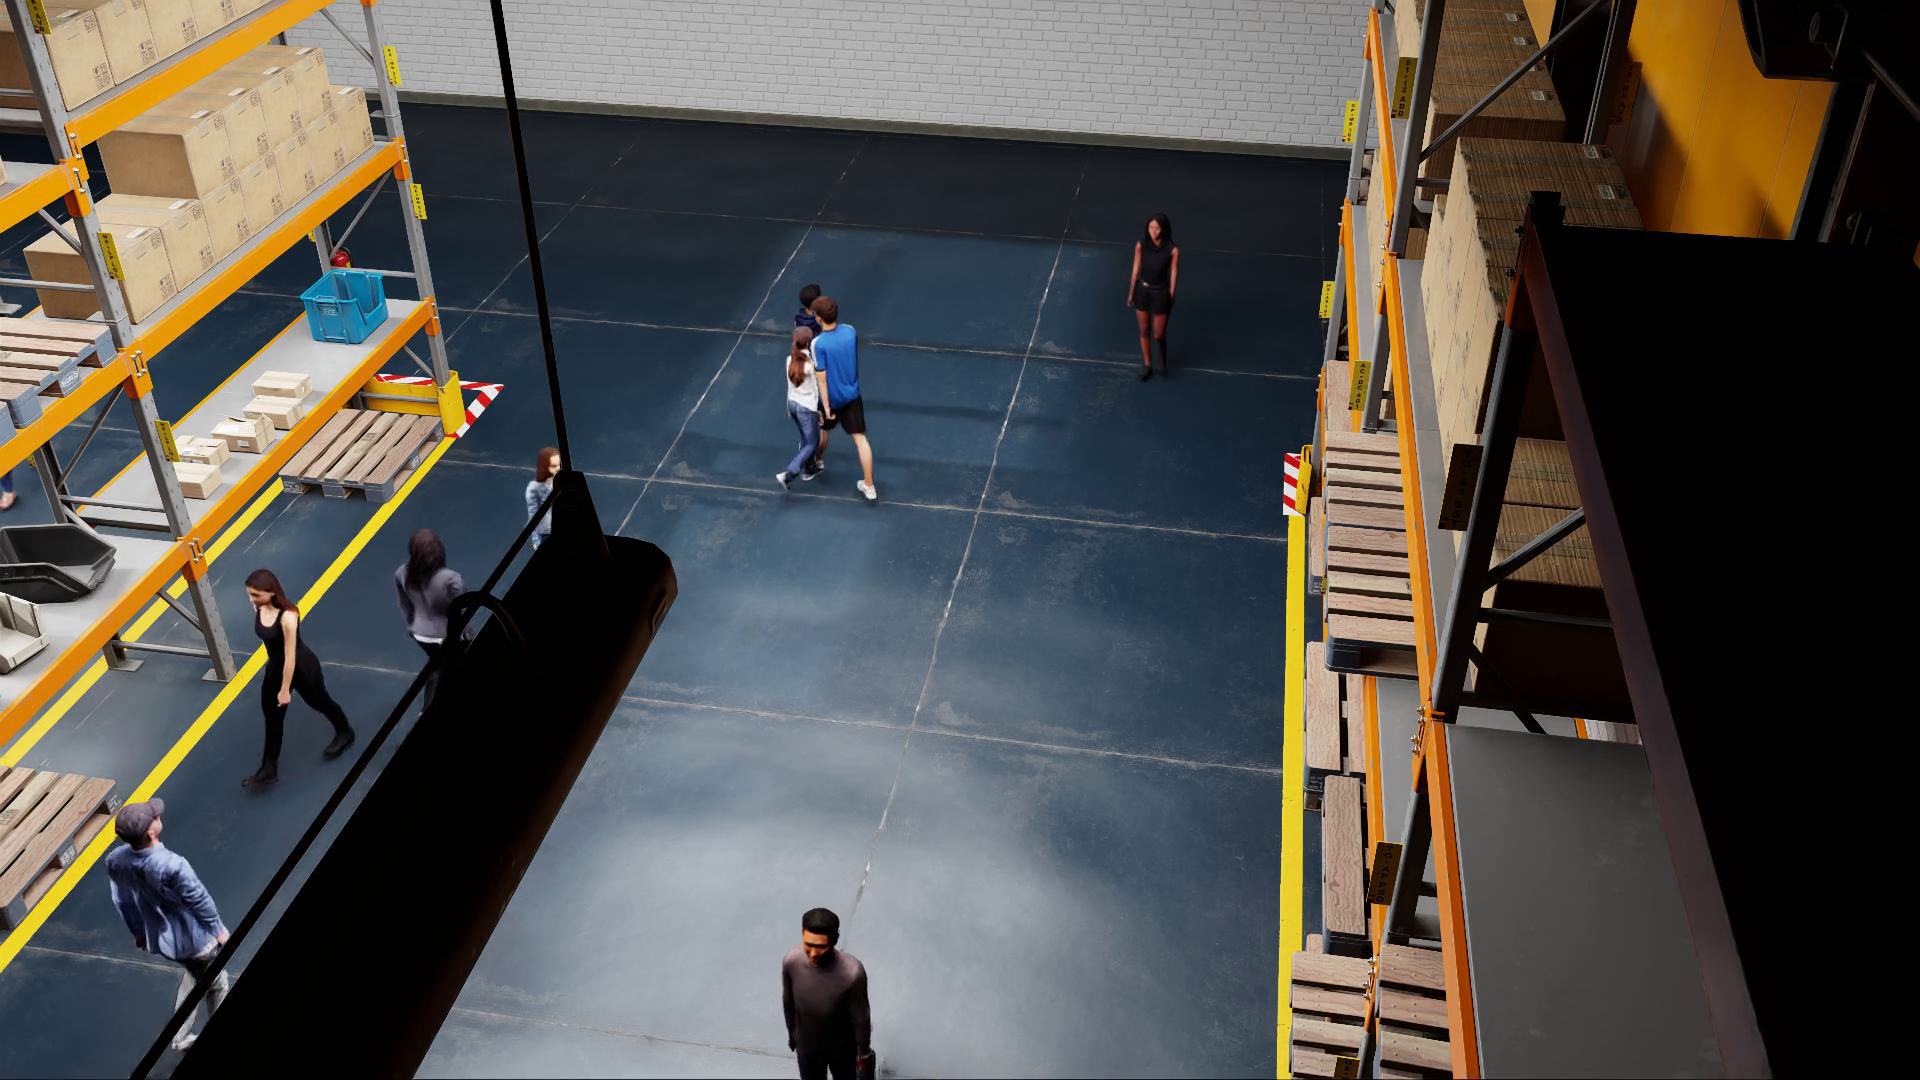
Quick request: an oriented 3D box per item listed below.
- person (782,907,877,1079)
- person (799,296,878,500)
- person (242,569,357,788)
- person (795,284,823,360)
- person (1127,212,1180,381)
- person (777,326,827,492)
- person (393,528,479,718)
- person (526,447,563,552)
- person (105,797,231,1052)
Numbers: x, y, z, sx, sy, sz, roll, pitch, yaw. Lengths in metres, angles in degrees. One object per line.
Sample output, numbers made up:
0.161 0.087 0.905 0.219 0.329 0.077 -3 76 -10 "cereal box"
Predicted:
-0.655 2.559 8.747 0.755 1.751 1.022 10 35 14 "person"
-0.987 -1.188 14.329 1.282 1.812 1.301 -22 40 -30 "person"
-4.483 0.872 11.381 0.836 1.644 1.147 19 38 26 "person"
-1.441 -1.852 15.873 0.587 1.209 0.780 12 35 17 "person"
1.905 -2.390 16.216 0.669 1.725 0.693 15 36 21 "person"
-1.405 -1.097 14.444 0.784 1.534 1.014 18 37 24 "person"
-3.694 0.672 11.739 0.736 1.582 0.859 11 35 15 "person"
-3.181 -0.096 13.023 0.918 1.439 1.096 -13 36 -18 "person"
-4.334 2.209 9.160 0.711 1.877 0.751 11 35 16 "person"
